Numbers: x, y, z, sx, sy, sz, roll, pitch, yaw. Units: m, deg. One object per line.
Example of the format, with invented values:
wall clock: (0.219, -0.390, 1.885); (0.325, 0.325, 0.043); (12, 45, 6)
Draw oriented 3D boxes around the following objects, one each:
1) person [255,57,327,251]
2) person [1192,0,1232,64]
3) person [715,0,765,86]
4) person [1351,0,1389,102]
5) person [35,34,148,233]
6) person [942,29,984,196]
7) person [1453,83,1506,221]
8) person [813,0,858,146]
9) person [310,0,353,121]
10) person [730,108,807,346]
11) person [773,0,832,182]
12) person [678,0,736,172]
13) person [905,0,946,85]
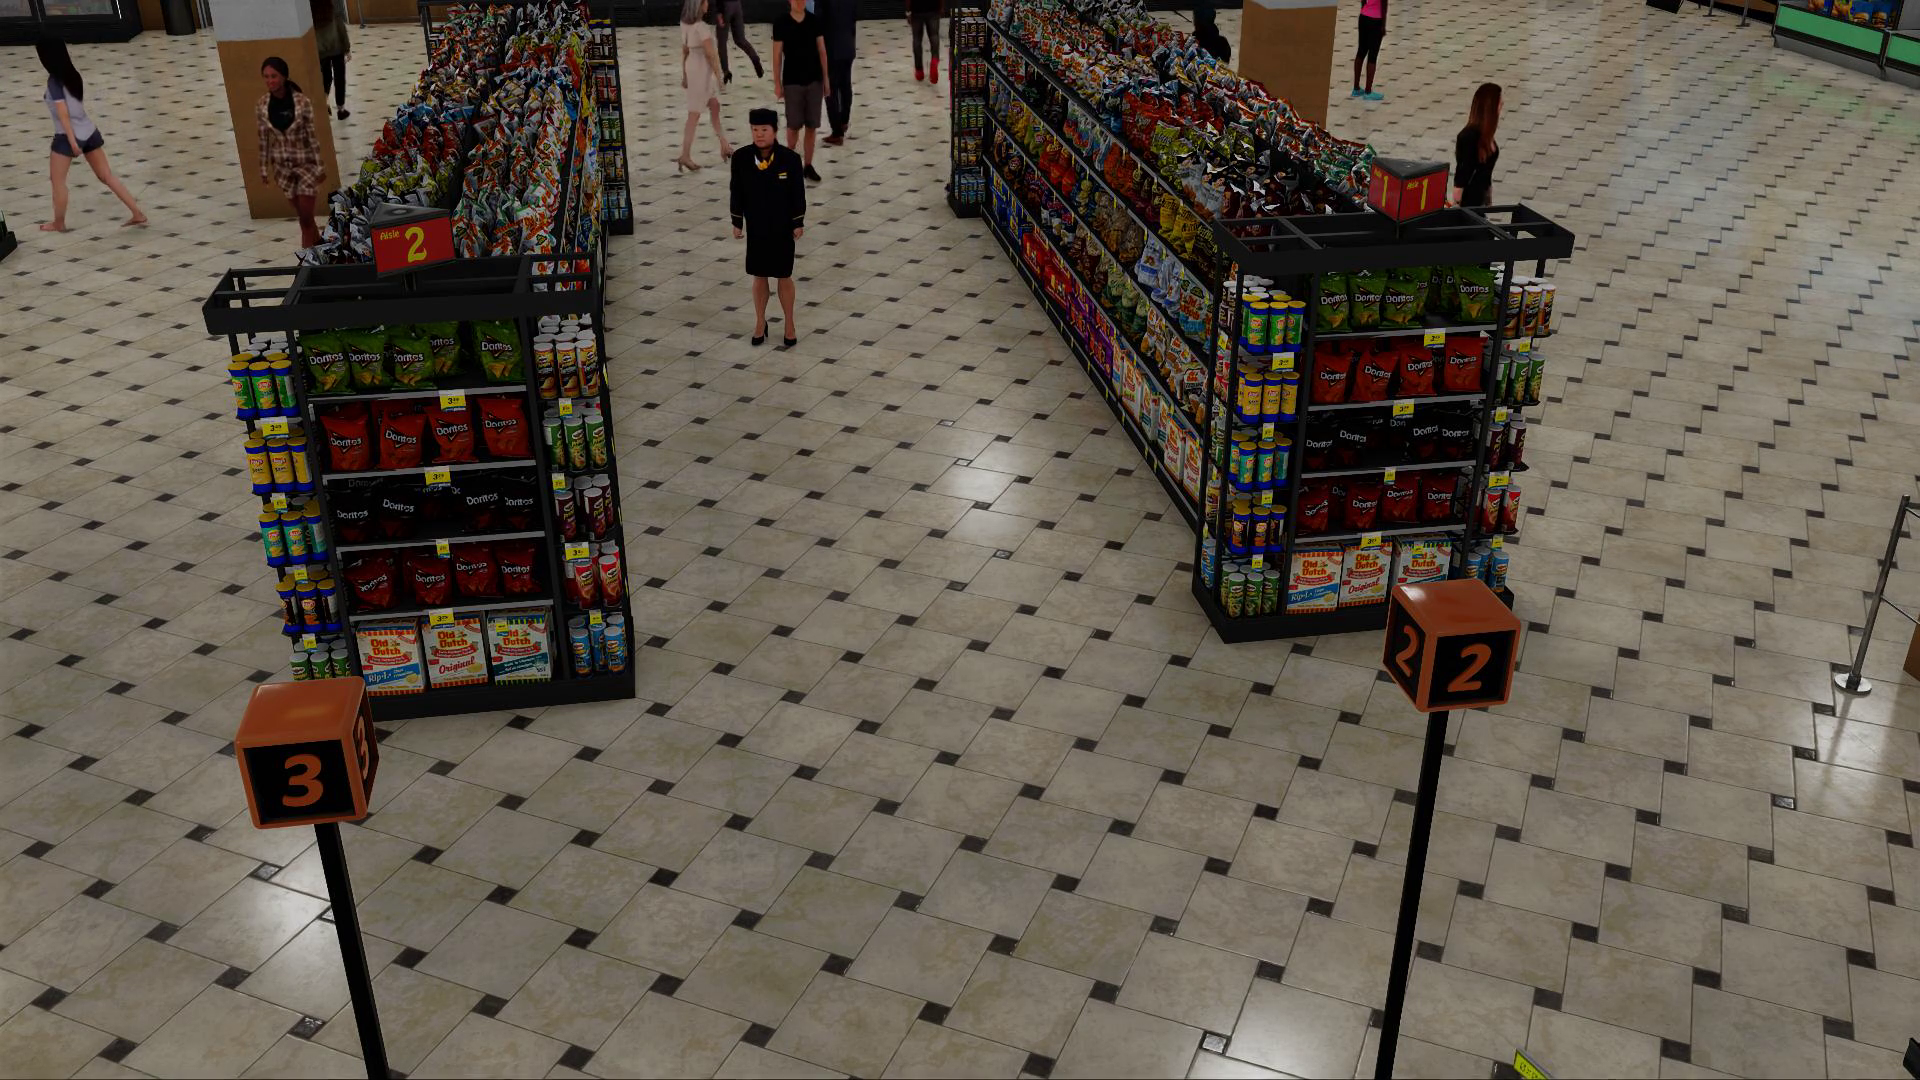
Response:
person: (-5.125, -2.844, 12.917); (0.690, 1.751, 1.047); (-1, 27, -2)
person: (2.191, -3.843, 14.833); (0.732, 1.800, 0.807); (-7, 28, -13)
person: (-2.641, -6.154, 19.554); (1.027, 1.651, 0.932); (20, 33, 35)
person: (4.715, -5.947, 19.068); (0.663, 1.722, 0.543); (-11, 29, -20)
person: (-7.423, -3.410, 14.133); (0.819, 1.660, 1.117); (0, 27, 1)
person: (0.038, -3.924, 15.124); (0.921, 1.680, 0.954); (-22, 35, -37)
person: (3.698, -2.528, 12.351); (0.807, 1.699, 0.743); (16, 31, 29)
person: (-1.270, -5.000, 17.124); (1.059, 1.791, 0.984); (17, 32, 30)
person: (-6.864, -5.289, 18.054); (0.649, 1.465, 0.713); (0, 27, 1)
person: (-1.338, -2.199, 11.734); (0.754, 1.671, 0.713); (2, 27, 4)
person: (-1.518, -4.357, 15.790); (0.745, 1.850, 0.759); (-12, 29, -22)
person: (-2.586, -4.384, 16.002); (0.924, 1.707, 0.991); (-18, 32, -32)
person: (-0.395, -6.282, 19.659); (0.654, 1.785, 1.045); (-4, 27, -8)
